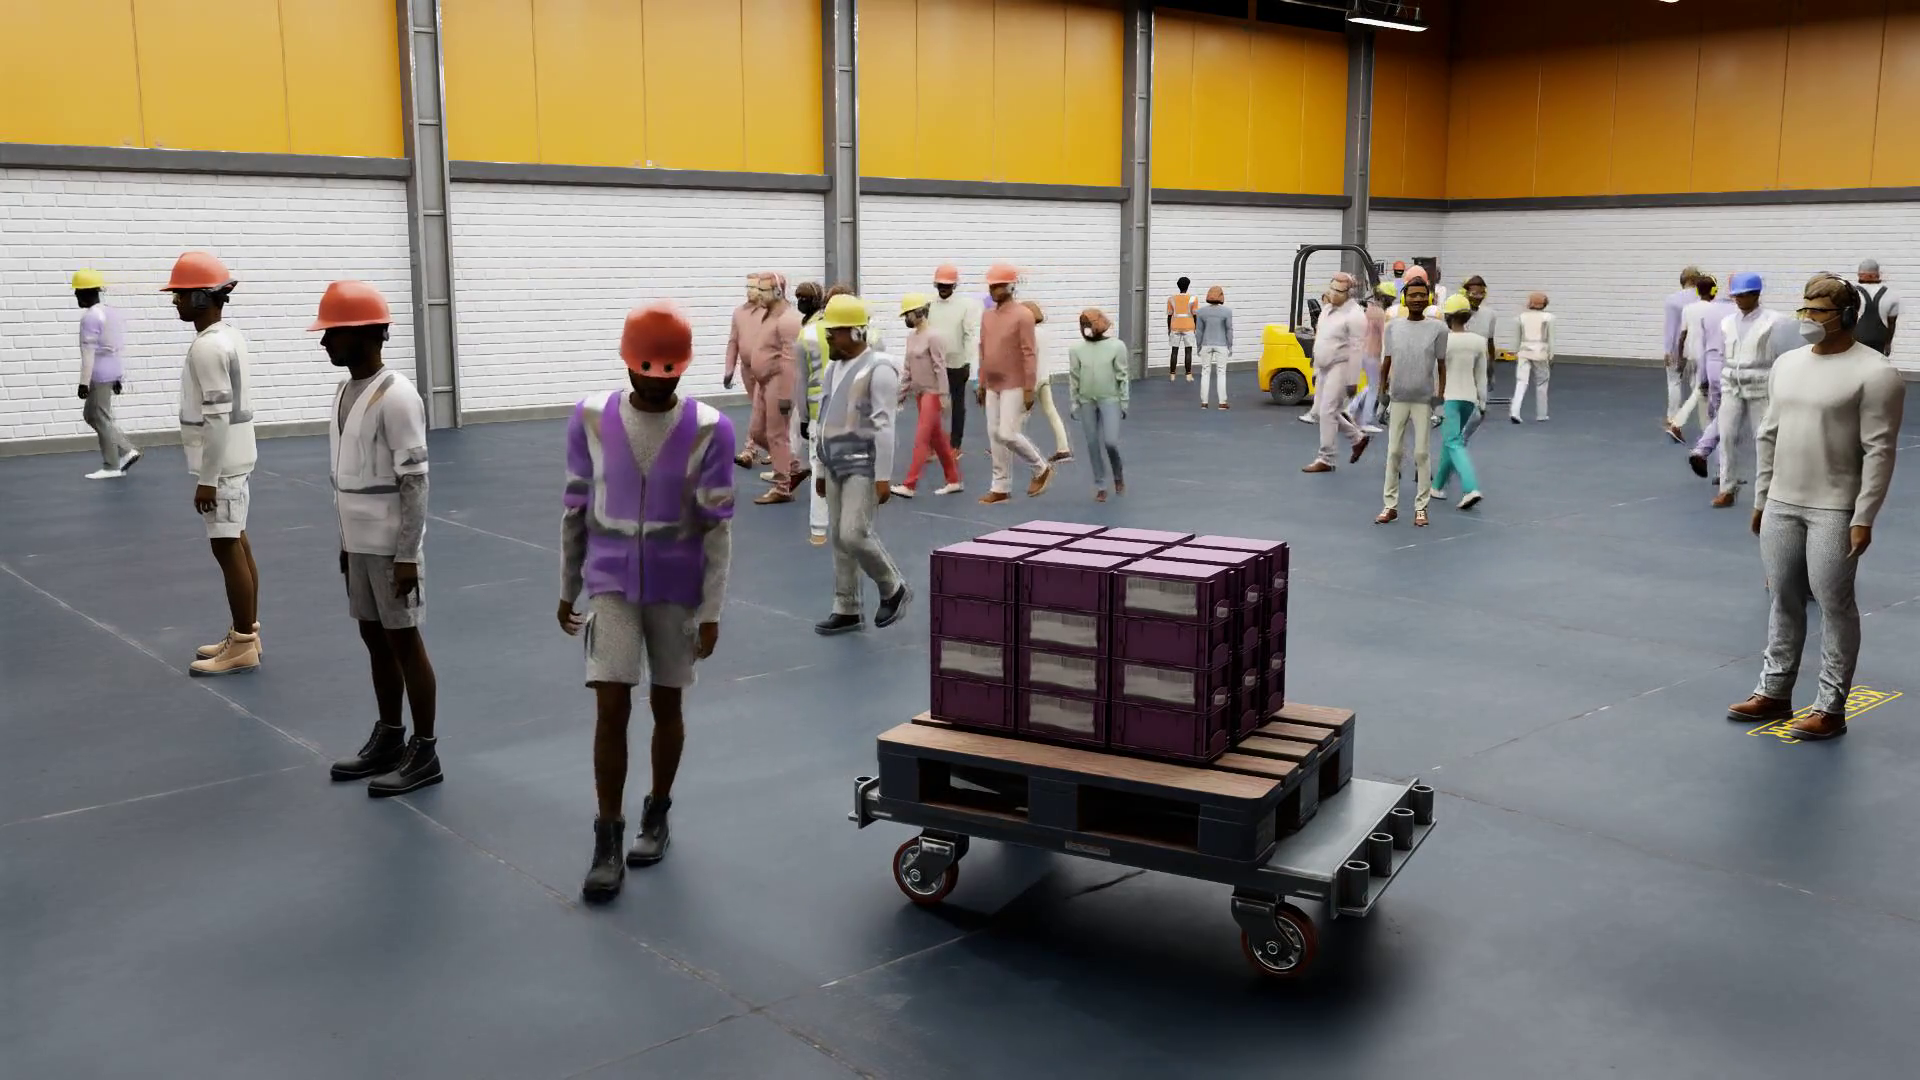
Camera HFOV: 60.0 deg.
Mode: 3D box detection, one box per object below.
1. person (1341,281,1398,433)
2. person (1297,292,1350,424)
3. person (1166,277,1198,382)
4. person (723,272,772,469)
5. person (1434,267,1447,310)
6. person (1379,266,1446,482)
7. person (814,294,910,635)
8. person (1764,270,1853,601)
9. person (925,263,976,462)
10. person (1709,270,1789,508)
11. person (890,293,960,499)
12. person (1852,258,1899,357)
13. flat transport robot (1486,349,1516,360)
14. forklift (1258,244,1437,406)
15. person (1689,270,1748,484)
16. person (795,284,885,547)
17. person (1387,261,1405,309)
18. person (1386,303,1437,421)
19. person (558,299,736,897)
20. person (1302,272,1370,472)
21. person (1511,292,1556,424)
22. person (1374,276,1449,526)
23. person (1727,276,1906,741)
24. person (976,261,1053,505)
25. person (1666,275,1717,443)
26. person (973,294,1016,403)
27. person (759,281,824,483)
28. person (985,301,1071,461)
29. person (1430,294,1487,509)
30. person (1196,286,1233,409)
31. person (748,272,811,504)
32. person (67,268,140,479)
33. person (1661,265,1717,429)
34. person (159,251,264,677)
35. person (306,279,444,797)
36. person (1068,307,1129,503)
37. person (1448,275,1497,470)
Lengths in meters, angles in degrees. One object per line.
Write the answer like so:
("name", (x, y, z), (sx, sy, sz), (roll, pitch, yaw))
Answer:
("person", (4.721, -2.075, 18.961), (0.486, 1.729, 0.564), (-2, 10, -12))
("person", (4.463, -2.193, 20.102), (0.892, 1.588, 0.542), (-4, 10, -21))
("person", (3.585, -3.389, 26.810), (0.535, 1.693, 0.317), (4, 10, 22))
("person", (-1.980, -1.610, 15.892), (0.665, 1.853, 0.987), (6, 11, 30))
("person", (7.894, -3.672, 28.014), (0.926, 1.852, 0.585), (-7, 12, -37))
("person", (4.054, -1.479, 14.921), (0.578, 1.932, 0.366), (4, 10, 20))
("person", (-0.568, -0.391, 8.865), (0.418, 1.820, 0.620), (-7, 12, -36))
("person", (5.040, -0.613, 9.829), (0.372, 1.940, 0.632), (-1, 10, -8))
("person", (-0.154, -1.725, 16.304), (0.607, 1.953, 0.808), (2, 10, 14))
("person", (6.437, -1.222, 13.467), (0.821, 1.914, 0.613), (-7, 12, -35))
("person", (-0.327, -1.201, 13.961), (0.864, 1.707, 0.546), (-5, 11, -27))
("person", (11.280, -2.521, 20.696), (0.687, 2.000, 0.925), (2, 10, 10))
("flat transport robot", (9.919, -3.582, 32.085), (1.431, 0.197, 0.652), (-2, 10, -12))
("forklift", (5.256, -2.933, 22.661), (2.313, 2.155, 1.214), (3, 10, 16))
("person", (6.833, -1.427, 14.709), (0.441, 1.896, 0.665), (-3, 10, -18))
("person", (-0.834, -0.864, 11.625), (0.624, 1.835, 0.432), (-1, 10, -3))
("person", (8.078, -4.183, 30.734), (0.545, 1.938, 0.361), (-1, 10, -5))
("person", (5.642, -2.239, 20.346), (0.841, 1.593, 0.523), (-6, 11, -31))
("person", (-1.010, 0.185, 5.309), (0.594, 1.888, 0.763), (-1, 10, -4))
("person", (3.562, -1.556, 15.524), (0.628, 1.876, 0.669), (-2, 10, -14))
("person", (6.949, -2.205, 20.155), (0.517, 1.593, 0.865), (7, 12, 37))
("person", (3.393, -1.040, 12.511), (0.520, 1.877, 0.326), (5, 11, 26))
("person", (3.610, -0.133, 7.018), (0.373, 1.940, 0.630), (-4, 11, -23))
("person", (0.402, -1.263, 13.513), (0.546, 1.982, 0.635), (-7, 12, -35))
("person", (8.056, -1.971, 18.116), (0.945, 1.831, 0.518), (-5, 11, -25))
("person", (0.526, -2.806, 23.043), (0.909, 1.816, 0.577), (-7, 12, -36))
("person", (-1.375, -1.343, 14.530), (0.863, 1.799, 0.614), (-5, 11, -27))
("person", (0.706, -1.557, 16.391), (0.893, 1.579, 0.508), (5, 11, 25))
("person", (4.039, -1.132, 13.502), (0.530, 1.721, 0.914), (-3, 10, -19))
("person", (3.368, -2.542, 22.010), (0.498, 1.634, 0.278), (4, 10, 21))
("person", (-1.495, -1.237, 13.588), (0.452, 1.894, 0.652), (-4, 11, -23))
("person", (-7.820, -1.497, 15.078), (0.411, 1.910, 0.602), (-3, 10, -14))
("person", (8.439, -2.194, 19.151), (0.638, 1.921, 0.792), (-1, 10, -8))
("person", (-3.614, -0.364, 8.065), (0.376, 2.044, 0.607), (-3, 10, -16))
("person", (-2.208, -0.002, 6.254), (0.377, 1.936, 0.549), (-9, 13, -43))
("person", (1.125, -1.107, 13.673), (0.503, 1.609, 0.345), (4, 10, 20))
("person", (4.791, -1.562, 15.665), (0.582, 1.842, 0.486), (-1, 10, -7))
